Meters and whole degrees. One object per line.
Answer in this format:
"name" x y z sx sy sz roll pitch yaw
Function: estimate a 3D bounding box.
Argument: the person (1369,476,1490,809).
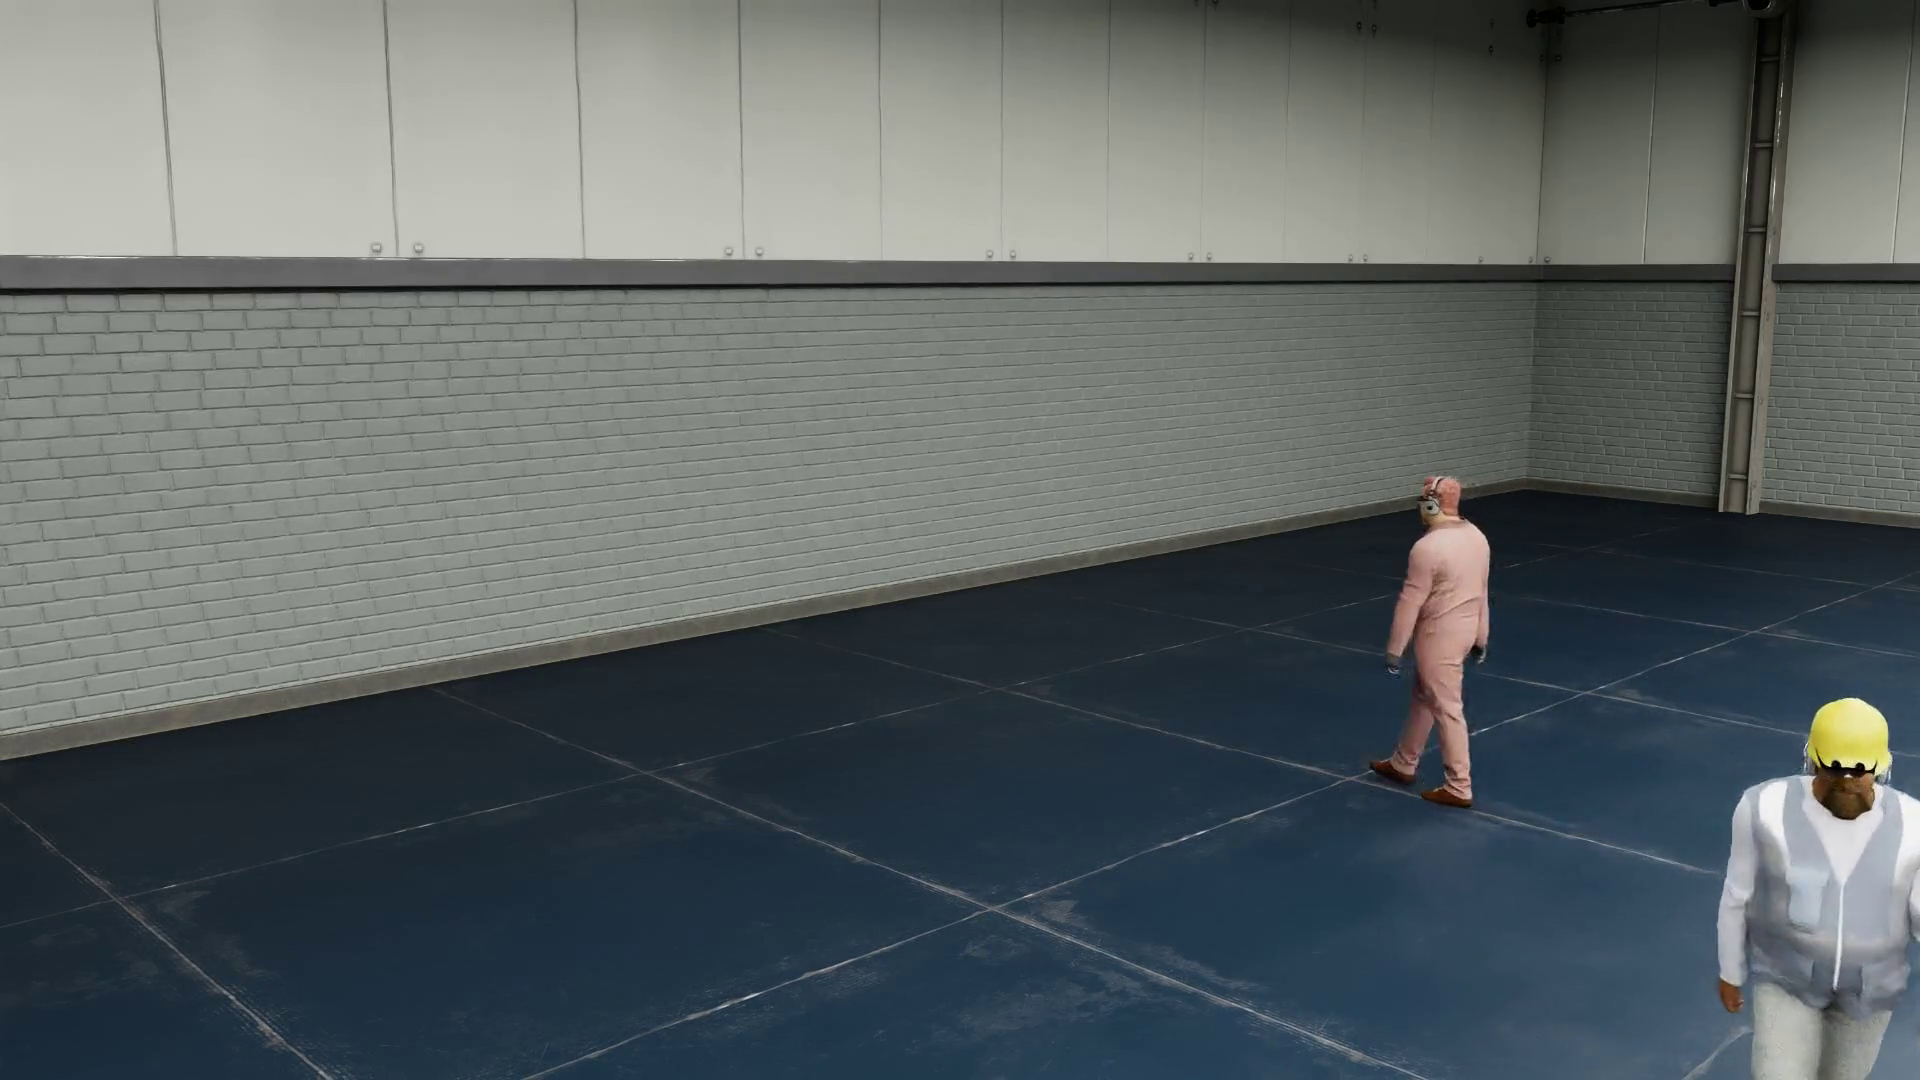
"person" 2.640 0.563 9.568 0.863 1.872 0.680 9 13 44

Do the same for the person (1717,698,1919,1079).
"person" 2.606 1.347 4.955 0.627 1.787 0.788 3 10 19
